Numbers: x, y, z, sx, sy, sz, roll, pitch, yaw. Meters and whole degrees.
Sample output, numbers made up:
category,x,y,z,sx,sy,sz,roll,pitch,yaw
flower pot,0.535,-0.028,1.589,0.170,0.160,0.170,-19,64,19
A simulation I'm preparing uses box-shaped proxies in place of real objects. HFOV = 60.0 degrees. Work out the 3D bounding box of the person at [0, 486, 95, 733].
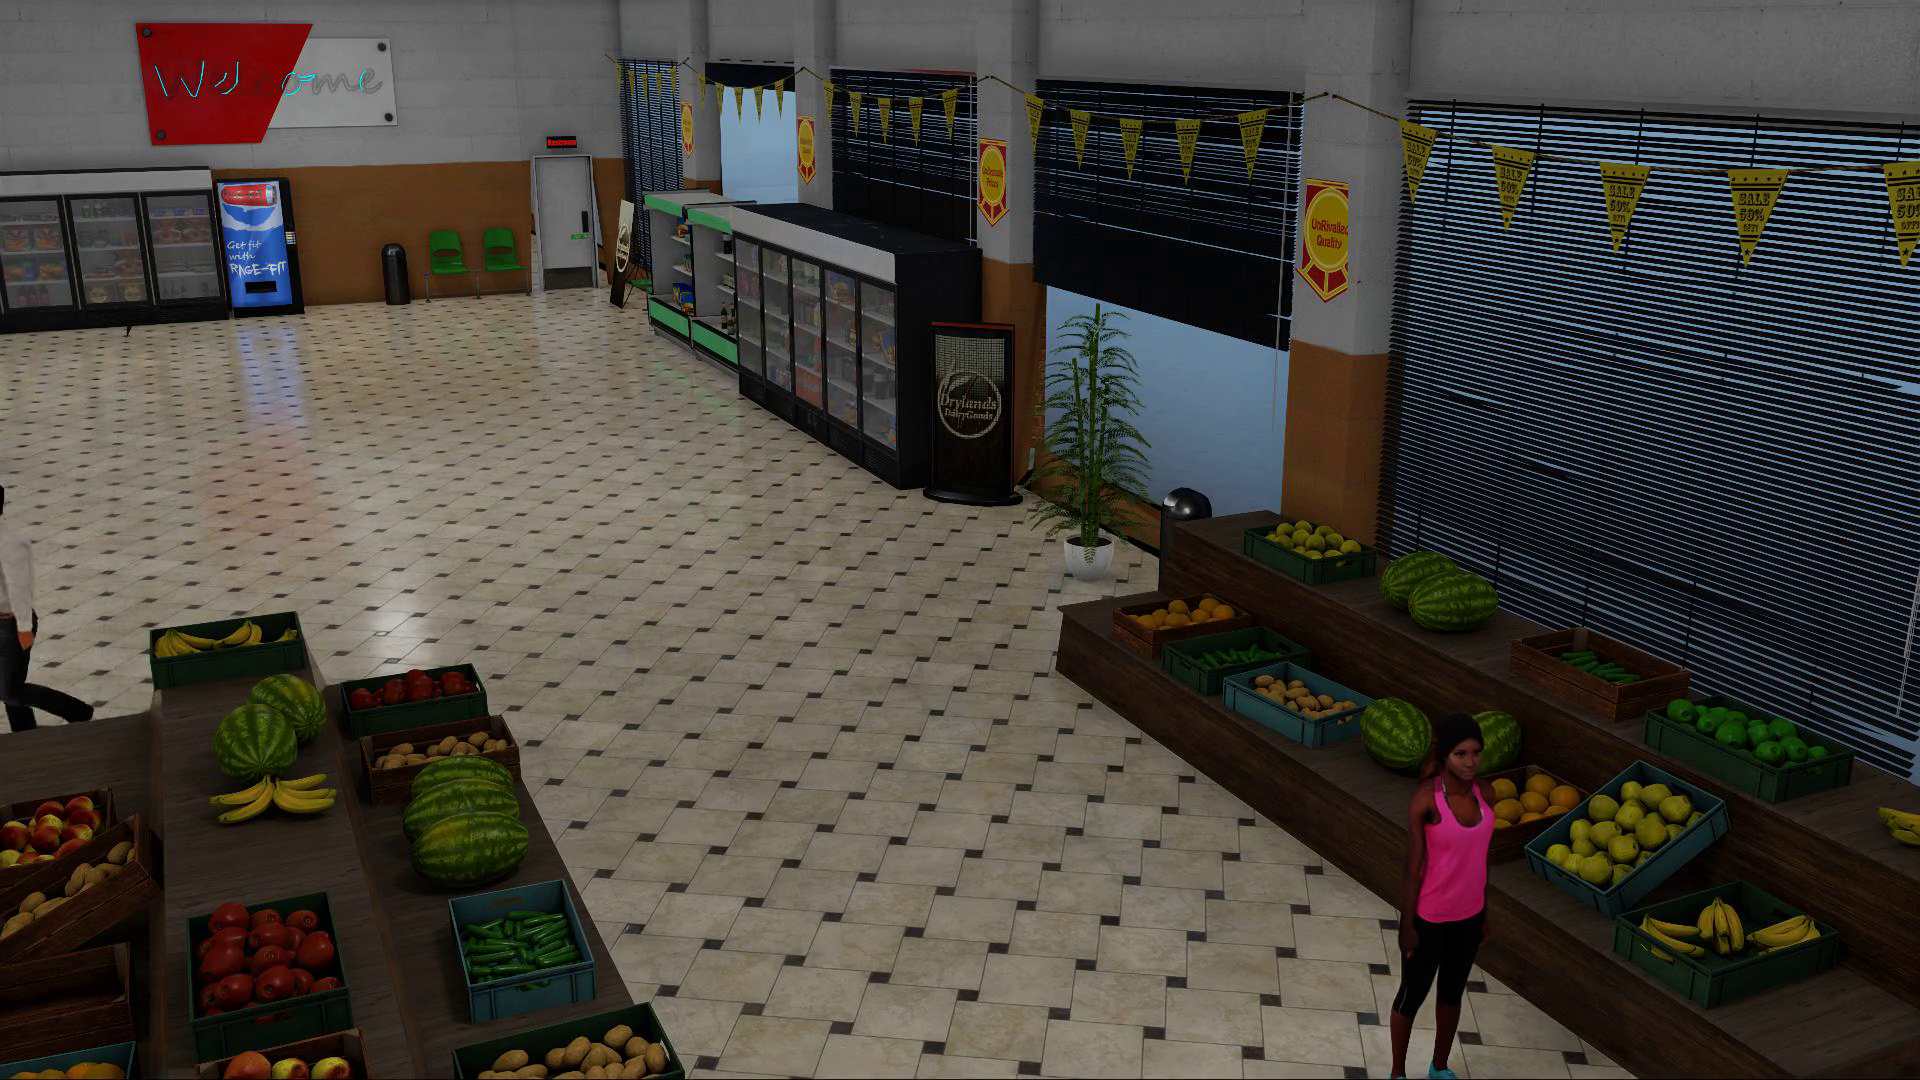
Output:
category,x,y,z,sx,sy,sz,roll,pitch,yaw
person,-5.568,0.503,9.920,0.904,1.796,0.906,15,22,40

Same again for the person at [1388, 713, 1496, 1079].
category,x,y,z,sx,sy,sz,roll,pitch,yaw
person,1.958,1.504,6.747,0.596,1.724,0.588,-5,18,-15
